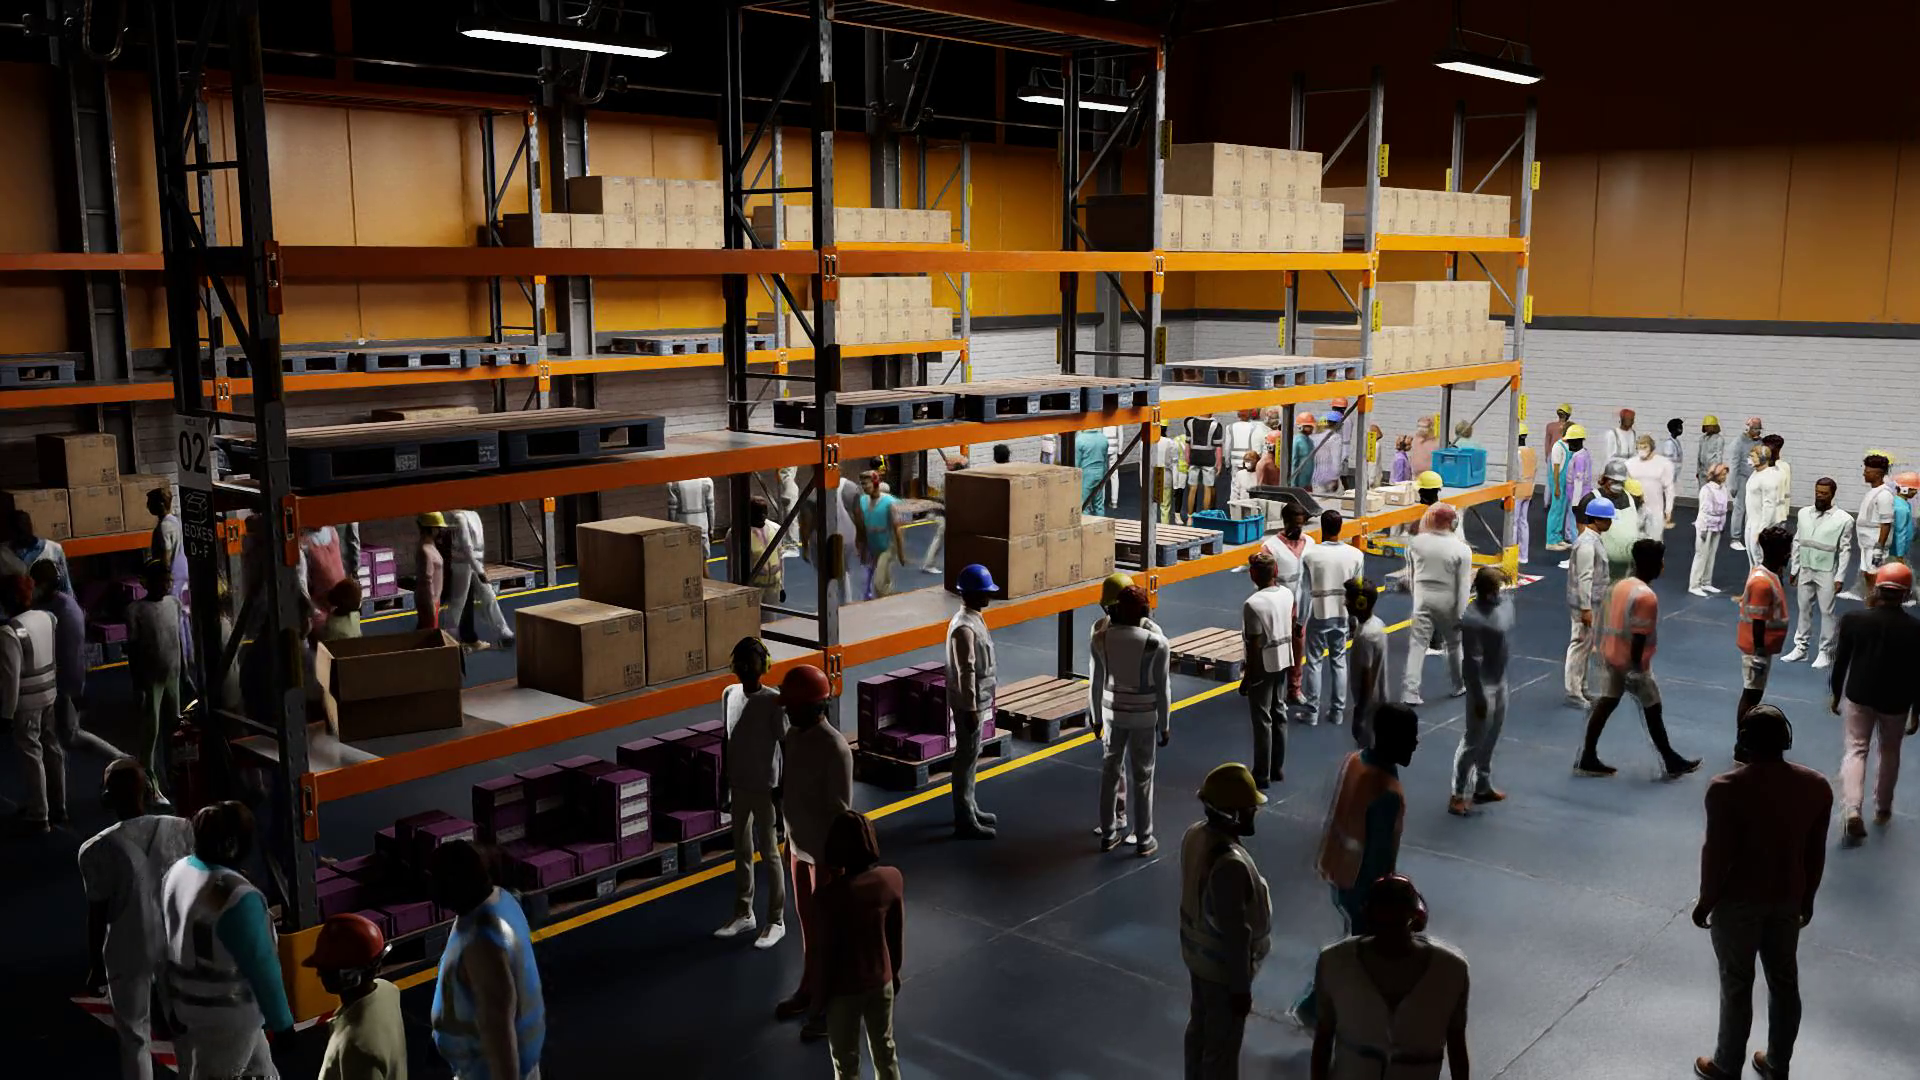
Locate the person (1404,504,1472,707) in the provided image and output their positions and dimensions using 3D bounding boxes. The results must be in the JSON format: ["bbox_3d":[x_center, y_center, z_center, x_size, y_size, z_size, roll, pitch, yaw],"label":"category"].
[{"bbox_3d":[4.420,0.590,15.321,0.639,1.857,1.000,7,12,37],"label":"person"}]

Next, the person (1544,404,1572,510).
[{"bbox_3d":[9.833,-1.356,27.245,0.341,1.752,0.532,-9,13,-43],"label":"person"}]

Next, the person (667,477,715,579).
[{"bbox_3d":[-3.134,-0.135,19.388,0.545,1.941,0.351,-3,10,-16],"label":"person"}]

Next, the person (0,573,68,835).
[{"bbox_3d":[-6.637,1.157,11.849,0.355,1.883,0.576,0,10,2],"label":"person"}]

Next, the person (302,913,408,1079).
[{"bbox_3d":[-2.170,2.194,6.042,0.326,1.751,0.559,-2,10,-12],"label":"person"}]

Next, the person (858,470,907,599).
[{"bbox_3d":[-0.891,0.130,18.201,0.633,1.803,0.572,-7,12,-37],"label":"person"}]

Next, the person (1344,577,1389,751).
[{"bbox_3d":[2.879,1.178,11.822,0.350,1.856,0.575,4,10,21],"label":"person"}]

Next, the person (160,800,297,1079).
[{"bbox_3d":[-3.116,1.992,7.149,0.654,1.788,0.979,8,13,41],"label":"person"}]

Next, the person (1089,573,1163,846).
[{"bbox_3d":[1.145,1.171,11.693,0.592,1.911,0.398,8,12,38],"label":"person"}]

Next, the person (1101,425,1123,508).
[{"bbox_3d":[2.411,-1.449,27.408,0.573,1.883,0.356,-3,10,-17],"label":"person"}]

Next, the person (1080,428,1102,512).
[{"bbox_3d":[2.040,-1.322,27.026,0.528,1.761,0.339,1,10,6],"label":"person"}]

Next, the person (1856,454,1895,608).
[{"bbox_3d":[10.068,0.028,18.337,0.364,1.964,0.612,3,10,16],"label":"person"}]

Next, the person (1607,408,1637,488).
[{"bbox_3d":[9.955,-1.066,25.166,0.582,1.869,0.492,-4,10,-22],"label":"person"}]

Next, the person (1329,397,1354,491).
[{"bbox_3d":[6.056,-1.350,26.640,0.352,1.942,0.545,9,13,42],"label":"person"}]

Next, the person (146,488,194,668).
[{"bbox_3d":[-7.885,0.389,16.591,0.341,1.838,0.501,-3,10,-17],"label":"person"}]

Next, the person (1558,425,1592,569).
[{"bbox_3d":[8.166,-0.572,22.075,0.396,1.918,0.590,4,10,23],"label":"person"}]

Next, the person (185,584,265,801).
[{"bbox_3d":[-5.552,1.149,12.297,0.704,1.741,0.552,-4,10,-24],"label":"person"}]

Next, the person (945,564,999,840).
[{"bbox_3d":[0.082,1.131,11.807,0.384,1.949,0.603,1,10,3],"label":"person"}]

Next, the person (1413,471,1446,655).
[{"bbox_3d":[4.876,0.236,17.257,0.410,1.918,0.585,4,10,20],"label":"person"}]

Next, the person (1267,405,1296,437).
[{"bbox_3d":[5.645,-1.745,28.972,0.608,1.938,1.030,9,13,42],"label":"person"}]

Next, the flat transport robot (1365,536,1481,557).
[{"bbox_3d":[6.336,0.125,22.811,0.652,0.197,1.431,-9,13,-42],"label":"flat transport robot"}]

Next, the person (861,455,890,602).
[{"bbox_3d":[-0.947,-0.073,19.232,0.323,1.870,0.518,-8,12,-39],"label":"person"}]

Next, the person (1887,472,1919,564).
[{"bbox_3d":[10.492,0.103,18.577,0.352,1.738,0.573,4,10,21],"label":"person"}]

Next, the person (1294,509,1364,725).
[{"bbox_3d":[3.242,0.684,14.618,0.598,1.907,0.408,-2,10,-14],"label":"person"}]

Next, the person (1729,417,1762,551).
[{"bbox_3d":[11.125,-0.789,23.446,0.654,1.894,0.401,-4,10,-22],"label":"person"}]

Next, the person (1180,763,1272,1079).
[{"bbox_3d":[1.205,1.901,7.551,0.403,1.835,0.588,-2,10,-10],"label":"person"}]

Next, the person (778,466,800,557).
[{"bbox_3d":[-2.393,-0.633,22.968,0.313,1.740,0.483,-3,10,-15],"label":"person"}]

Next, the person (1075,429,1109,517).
[{"bbox_3d":[1.840,-0.873,23.945,0.640,1.898,0.394,-8,12,-38],"label":"person"}]

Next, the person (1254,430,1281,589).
[{"bbox_3d":[3.871,-0.375,20.679,0.391,1.988,0.611,6,11,30],"label":"person"}]

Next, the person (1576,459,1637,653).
[{"bbox_3d":[6.778,0.163,17.314,0.688,2.000,0.536,-3,10,-17],"label":"person"}]

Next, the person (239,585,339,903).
[{"bbox_3d":[-4.223,1.270,10.705,0.696,2.000,0.754,9,13,43],"label":"person"}]

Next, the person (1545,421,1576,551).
[{"bbox_3d":[8.491,-0.765,23.468,0.348,1.839,0.503,7,12,36],"label":"person"}]

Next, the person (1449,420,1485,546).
[{"bbox_3d":[6.879,-0.685,22.825,0.710,1.896,0.880,0,10,-3],"label":"person"}]

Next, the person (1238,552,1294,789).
[{"bbox_3d":[2.371,1.008,12.870,0.393,1.839,0.563,9,13,42],"label":"person"}]

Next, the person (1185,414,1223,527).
[{"bbox_3d":[3.736,-1.185,25.415,0.611,2.029,0.409,6,11,30],"label":"person"}]

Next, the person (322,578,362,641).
[{"bbox_3d":[-4.849,1.092,13.002,0.438,1.619,0.553,1,10,5],"label":"person"}]

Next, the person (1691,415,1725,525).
[{"bbox_3d":[11.479,-1.054,25.501,0.346,1.735,0.483,-3,10,-20],"label":"person"}]

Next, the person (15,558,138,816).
[{"bbox_3d":[-6.662,1.058,12.366,0.646,1.913,0.753,7,12,36],"label":"person"}]

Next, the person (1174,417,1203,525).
[{"bbox_3d":[3.532,-1.069,25.714,0.533,1.694,0.320,-3,10,-15],"label":"person"}]

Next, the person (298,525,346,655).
[{"bbox_3d":[-6.109,0.472,15.466,0.869,2.000,0.719,3,10,16],"label":"person"}]

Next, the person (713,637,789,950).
[{"bbox_3d":[-1.239,1.489,9.892,0.531,1.875,0.316,6,11,31],"label":"person"}]

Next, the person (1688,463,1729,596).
[{"bbox_3d":[9.166,-0.131,20.308,0.514,1.632,0.321,-6,11,-33],"label":"person"}]

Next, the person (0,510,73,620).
[{"bbox_3d":[-8.268,0.660,14.798,0.696,1.881,0.540,-6,11,-31],"label":"person"}]
